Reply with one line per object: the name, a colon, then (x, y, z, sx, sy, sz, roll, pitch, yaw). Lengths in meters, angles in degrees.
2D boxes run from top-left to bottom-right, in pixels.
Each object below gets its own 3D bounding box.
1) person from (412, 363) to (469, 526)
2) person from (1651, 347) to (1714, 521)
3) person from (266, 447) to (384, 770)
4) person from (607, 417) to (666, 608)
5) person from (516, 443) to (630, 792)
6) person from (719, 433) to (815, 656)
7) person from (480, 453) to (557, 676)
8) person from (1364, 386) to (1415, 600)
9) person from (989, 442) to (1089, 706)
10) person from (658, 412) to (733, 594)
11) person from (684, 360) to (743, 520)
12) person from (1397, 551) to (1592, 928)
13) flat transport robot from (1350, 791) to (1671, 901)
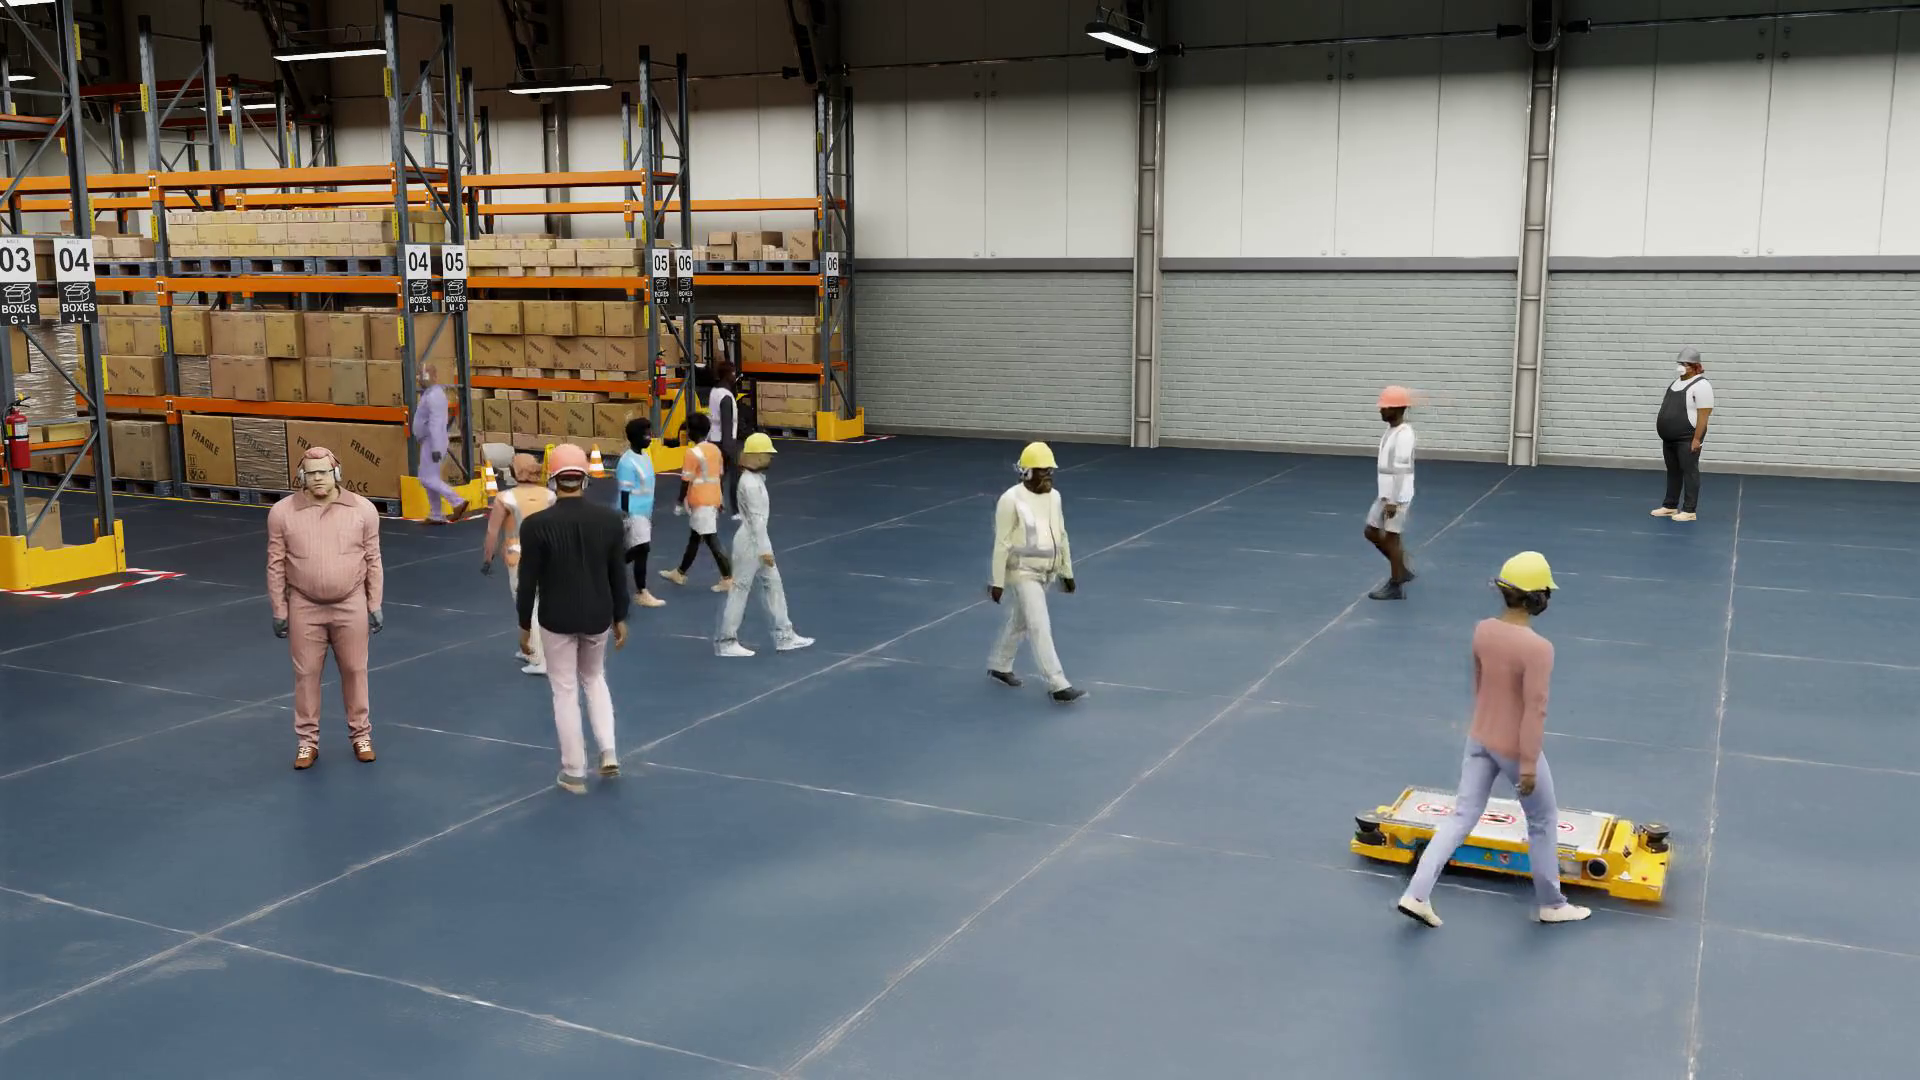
person: (-6.014, -1.091, 19.098, 0.506, 1.881, 0.662, -3, 10, -18)
person: (8.475, -1.250, 19.573, 0.537, 2.000, 0.682, -2, 9, -11)
person: (-3.758, 0.399, 9.880, 0.651, 1.907, 0.409, -4, 10, -22)
person: (-2.900, -0.248, 14.529, 0.629, 1.671, 0.540, 1, 9, 8)
person: (-2.194, 0.443, 9.405, 0.615, 1.978, 0.430, -6, 11, -35)
person: (-1.469, 0.044, 12.652, 0.828, 1.709, 0.511, 0, 9, -3)
person: (-3.230, 0.167, 12.206, 0.735, 1.610, 0.526, 9, 13, 43)
person: (3.822, -0.407, 14.777, 0.397, 1.922, 0.547, -1, 9, -6)
person: (0.516, 0.212, 11.420, 0.968, 1.780, 0.612, 8, 12, 40)
person: (-2.404, -0.337, 15.143, 0.859, 1.643, 0.553, 3, 10, 19)
person: (-2.821, -1.155, 19.453, 0.770, 1.892, 0.591, -4, 10, -25)
person: (2.389, 0.899, 7.380, 0.919, 1.723, 0.532, -3, 10, -19)
flat transport robot: (2.730, 1.479, 8.254, 1.431, 0.197, 0.652, 5, 10, 26)
